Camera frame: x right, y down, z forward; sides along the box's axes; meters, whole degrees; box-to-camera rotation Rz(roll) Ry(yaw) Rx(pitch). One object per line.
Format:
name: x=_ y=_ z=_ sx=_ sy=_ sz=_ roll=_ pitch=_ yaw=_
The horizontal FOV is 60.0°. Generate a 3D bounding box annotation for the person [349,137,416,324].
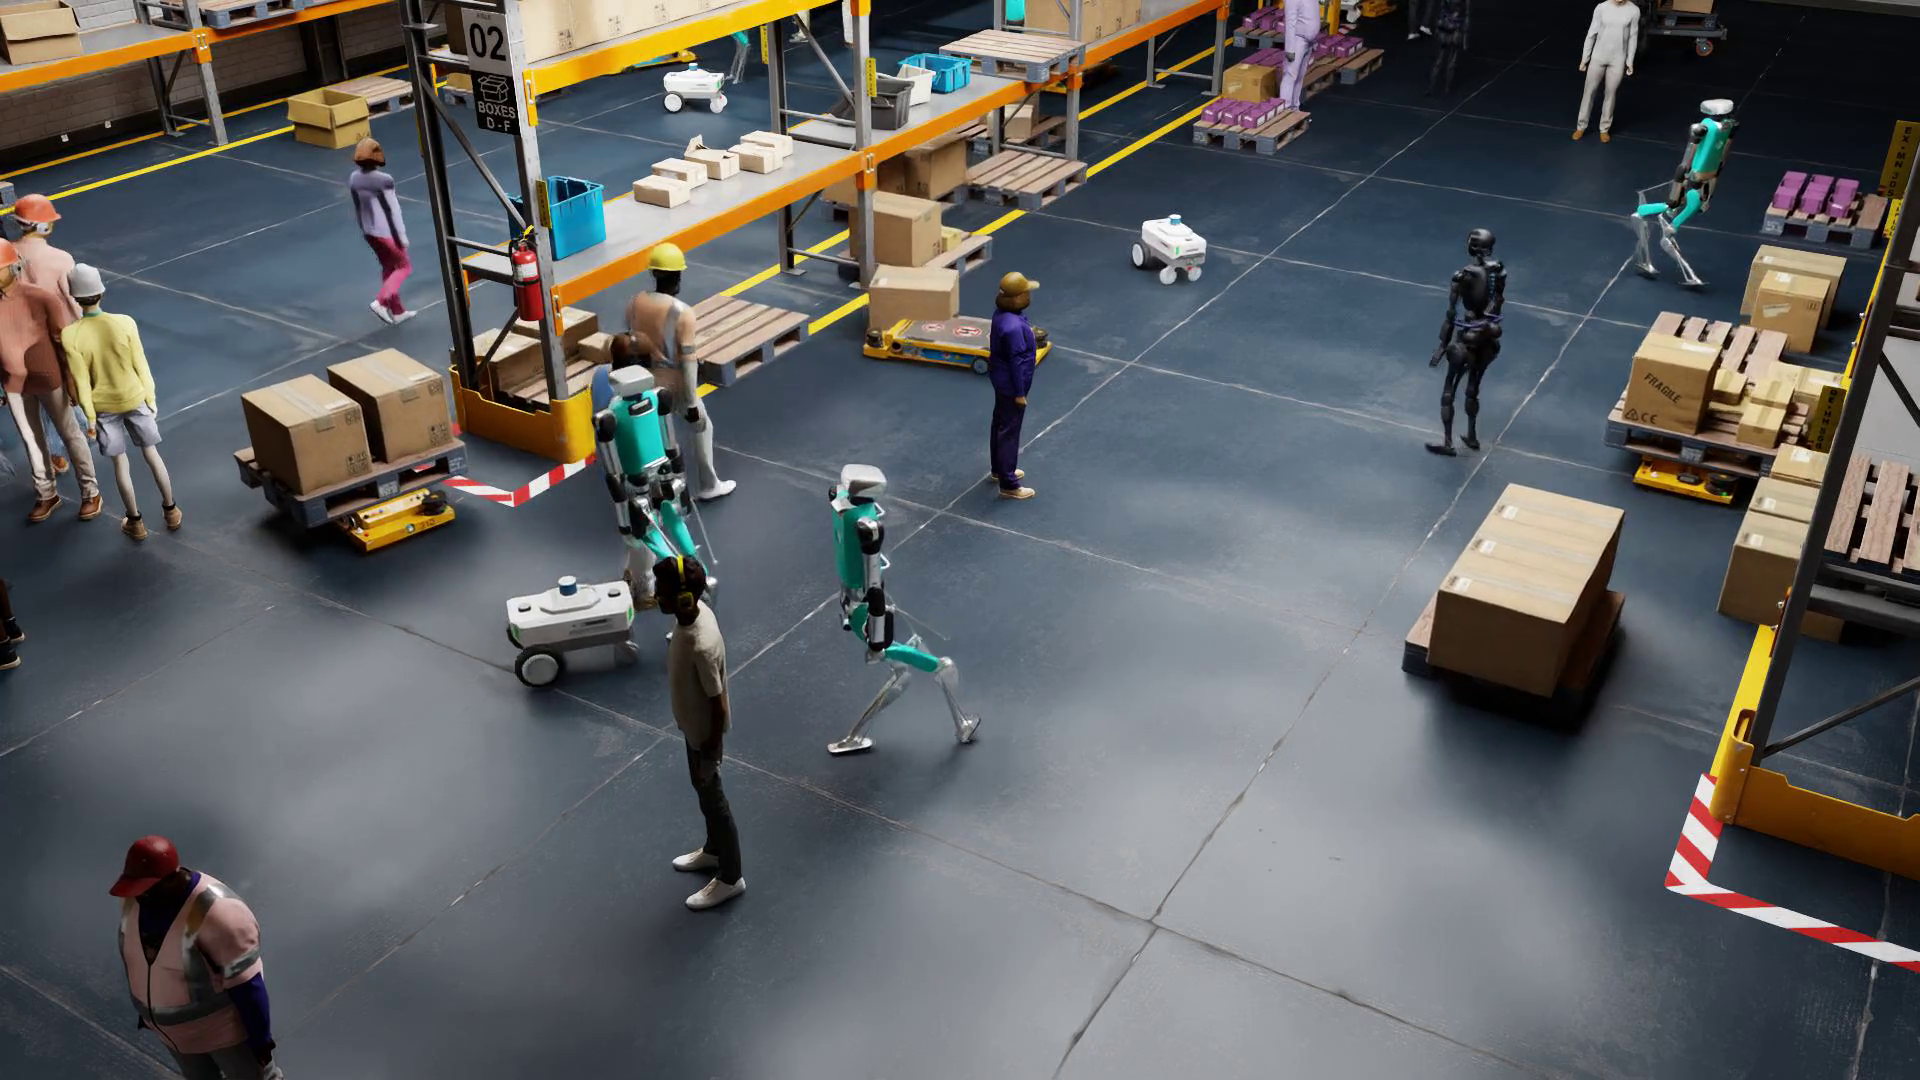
person: x=-4.948 y=-2.589 z=14.146 sx=0.556 sy=1.610 sz=0.470 roll=16 pitch=33 yaw=26

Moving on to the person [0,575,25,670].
person: x=-5.776 y=-0.143 z=9.487 sx=0.372 sy=1.958 sz=0.606 roll=-10 pitch=31 yaw=-18

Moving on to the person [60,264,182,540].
person: x=-5.492 y=-0.888 z=10.867 sx=0.472 sy=1.892 sz=0.385 roll=-21 pitch=35 yaw=-32

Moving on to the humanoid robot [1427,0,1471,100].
humanoid robot: x=6.148 y=-6.377 z=20.778 sx=0.324 sy=1.656 sz=0.589 roll=-11 pitch=31 yaw=-19

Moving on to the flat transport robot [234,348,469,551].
flat transport robot: x=-4.178 y=-0.348 z=11.557 sx=0.659 sy=0.231 sz=1.431 roll=-26 pitch=38 yaw=-38

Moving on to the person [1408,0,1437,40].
person: x=6.580 y=-8.017 z=23.529 sx=0.522 sy=1.835 sz=0.438 roll=16 pitch=33 yaw=26

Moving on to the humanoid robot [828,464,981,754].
humanoid robot: x=-0.256 y=0.376 z=8.823 sx=0.925 sy=1.807 sz=0.542 roll=-12 pitch=32 yaw=-20

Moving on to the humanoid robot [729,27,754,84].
humanoid robot: x=-2.928 y=-6.768 z=21.462 sx=0.695 sy=1.837 sz=0.541 roll=-23 pitch=37 yaw=-35

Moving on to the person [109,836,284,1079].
person: x=-2.846 y=1.799 z=6.264 sx=0.598 sy=1.746 sz=0.418 roll=10 pitch=31 yaw=16

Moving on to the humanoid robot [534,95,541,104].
humanoid robot: x=-5.385 y=-5.992 z=20.056 sx=0.560 sy=1.732 sz=1.032 roll=13 pitch=32 yaw=22

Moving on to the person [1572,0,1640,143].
person: x=7.426 y=-5.515 z=19.047 sx=0.577 sy=1.894 sz=0.375 roll=10 pitch=31 yaw=17

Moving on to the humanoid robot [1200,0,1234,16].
humanoid robot: x=4.000 y=-8.717 z=24.877 sx=0.754 sy=1.781 sz=0.531 roll=-11 pitch=31 yaw=-19

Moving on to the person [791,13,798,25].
person: x=-2.443 y=-8.556 z=24.383 sx=0.512 sy=1.932 sz=0.460 roll=19 pitch=35 yaw=30

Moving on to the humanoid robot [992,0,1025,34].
humanoid robot: x=0.689 y=-6.225 z=20.470 sx=0.537 sy=1.718 sz=1.048 roll=4 pitch=30 yaw=6

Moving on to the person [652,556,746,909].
person: x=-1.225 y=0.891 z=7.740 sx=0.314 sy=1.869 sz=0.534 roll=-10 pitch=31 yaw=-16

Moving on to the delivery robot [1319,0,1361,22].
delivery robot: x=5.640 y=-8.094 z=24.962 sx=0.790 sy=0.589 sz=0.499 roll=12 pitch=32 yaw=21

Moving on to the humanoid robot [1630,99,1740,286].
humanoid robot: x=6.484 y=-3.148 z=14.986 sx=0.549 sy=1.716 sz=0.990 roll=-14 pitch=32 yaw=-23

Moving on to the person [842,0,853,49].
person: x=-1.504 y=-7.832 z=23.120 sx=0.719 sy=1.919 sz=0.445 roll=-9 pitch=31 yaw=-15

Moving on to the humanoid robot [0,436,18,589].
humanoid robot: x=-6.306 y=-0.474 z=10.392 sx=0.556 sy=1.655 sz=0.589 roll=12 pitch=32 yaw=20

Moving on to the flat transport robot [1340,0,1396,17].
flat transport robot: x=5.912 y=-8.278 z=25.586 sx=1.431 sy=0.231 sz=0.659 roll=23 pitch=37 yaw=34

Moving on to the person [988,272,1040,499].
person: x=0.372 y=-1.074 z=11.461 sx=0.337 sy=1.623 sz=0.464 roll=-5 pitch=30 yaw=-9

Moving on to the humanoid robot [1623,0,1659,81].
humanoid robot: x=8.802 y=-6.845 z=21.617 sx=0.589 sy=1.637 sz=0.460 roll=-23 pitch=37 yaw=-34

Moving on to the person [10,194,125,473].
person: x=-6.514 y=-1.468 z=11.849 sx=0.665 sy=1.940 sz=0.992 roll=8 pitch=30 yaw=14

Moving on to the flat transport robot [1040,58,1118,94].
flat transport robot: x=1.452 y=-6.111 z=21.752 sx=0.659 sy=0.231 sz=1.431 roll=17 pitch=33 yaw=27

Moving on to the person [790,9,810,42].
person: x=-2.301 y=-7.948 z=23.490 sx=0.330 sy=1.752 sz=0.561 roll=2 pitch=30 yaw=3

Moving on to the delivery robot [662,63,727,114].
delivery robot: x=-3.279 y=-5.568 z=20.496 sx=0.782 sy=0.589 sz=0.499 roll=2 pitch=30 yaw=4

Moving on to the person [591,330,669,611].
person: x=-1.947 y=-0.411 z=10.084 sx=0.467 sy=1.824 sz=0.637 roll=-15 pitch=33 yaw=-24

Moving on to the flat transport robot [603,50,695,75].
flat transport robot: x=-4.371 y=-6.537 z=22.505 sx=1.431 sy=0.231 sz=0.659 roll=-21 pitch=36 yaw=-33

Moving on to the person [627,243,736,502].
person: x=-1.884 y=-1.078 z=11.199 sx=0.609 sy=1.886 sz=0.804 roll=18 pitch=34 yaw=29

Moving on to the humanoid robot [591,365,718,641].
humanoid robot: x=-1.663 y=-0.060 z=9.667 sx=0.768 sy=1.868 sz=0.543 roll=23 pitch=37 yaw=34

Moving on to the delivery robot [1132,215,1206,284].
delivery robot: x=1.969 y=-2.733 z=15.504 sx=0.501 sy=0.613 sz=0.784 roll=-12 pitch=32 yaw=-20

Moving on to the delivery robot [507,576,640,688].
delivery robot: x=-2.273 y=0.489 z=9.777 sx=0.765 sy=0.586 sz=0.499 roll=-9 pitch=31 yaw=-16

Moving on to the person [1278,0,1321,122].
person: x=4.025 y=-5.846 z=19.627 sx=0.413 sy=1.903 sz=0.638 roll=18 pitch=34 yaw=29

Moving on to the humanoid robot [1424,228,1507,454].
humanoid robot: x=3.713 y=-1.449 z=12.080 sx=0.603 sy=1.635 sz=0.362 roll=-15 pitch=33 yaw=-24

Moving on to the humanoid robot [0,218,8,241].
humanoid robot: x=-7.977 y=-2.289 z=13.553 sx=0.474 sy=1.643 sz=0.584 roll=21 pitch=36 yaw=32

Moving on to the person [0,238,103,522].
person: x=-6.170 y=-1.061 z=11.067 sx=0.610 sy=1.995 sz=0.376 roll=-2 pitch=30 yaw=-4

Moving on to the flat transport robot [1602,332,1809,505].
flat transport robot: x=5.424 y=-0.685 z=12.153 sx=0.659 sy=0.231 sz=1.431 roll=17 pitch=34 yaw=27

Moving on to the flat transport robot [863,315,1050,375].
flat transport robot: x=-0.024 y=-1.641 z=13.844 sx=1.431 sy=0.231 sz=0.659 roll=10 pitch=31 yaw=17
